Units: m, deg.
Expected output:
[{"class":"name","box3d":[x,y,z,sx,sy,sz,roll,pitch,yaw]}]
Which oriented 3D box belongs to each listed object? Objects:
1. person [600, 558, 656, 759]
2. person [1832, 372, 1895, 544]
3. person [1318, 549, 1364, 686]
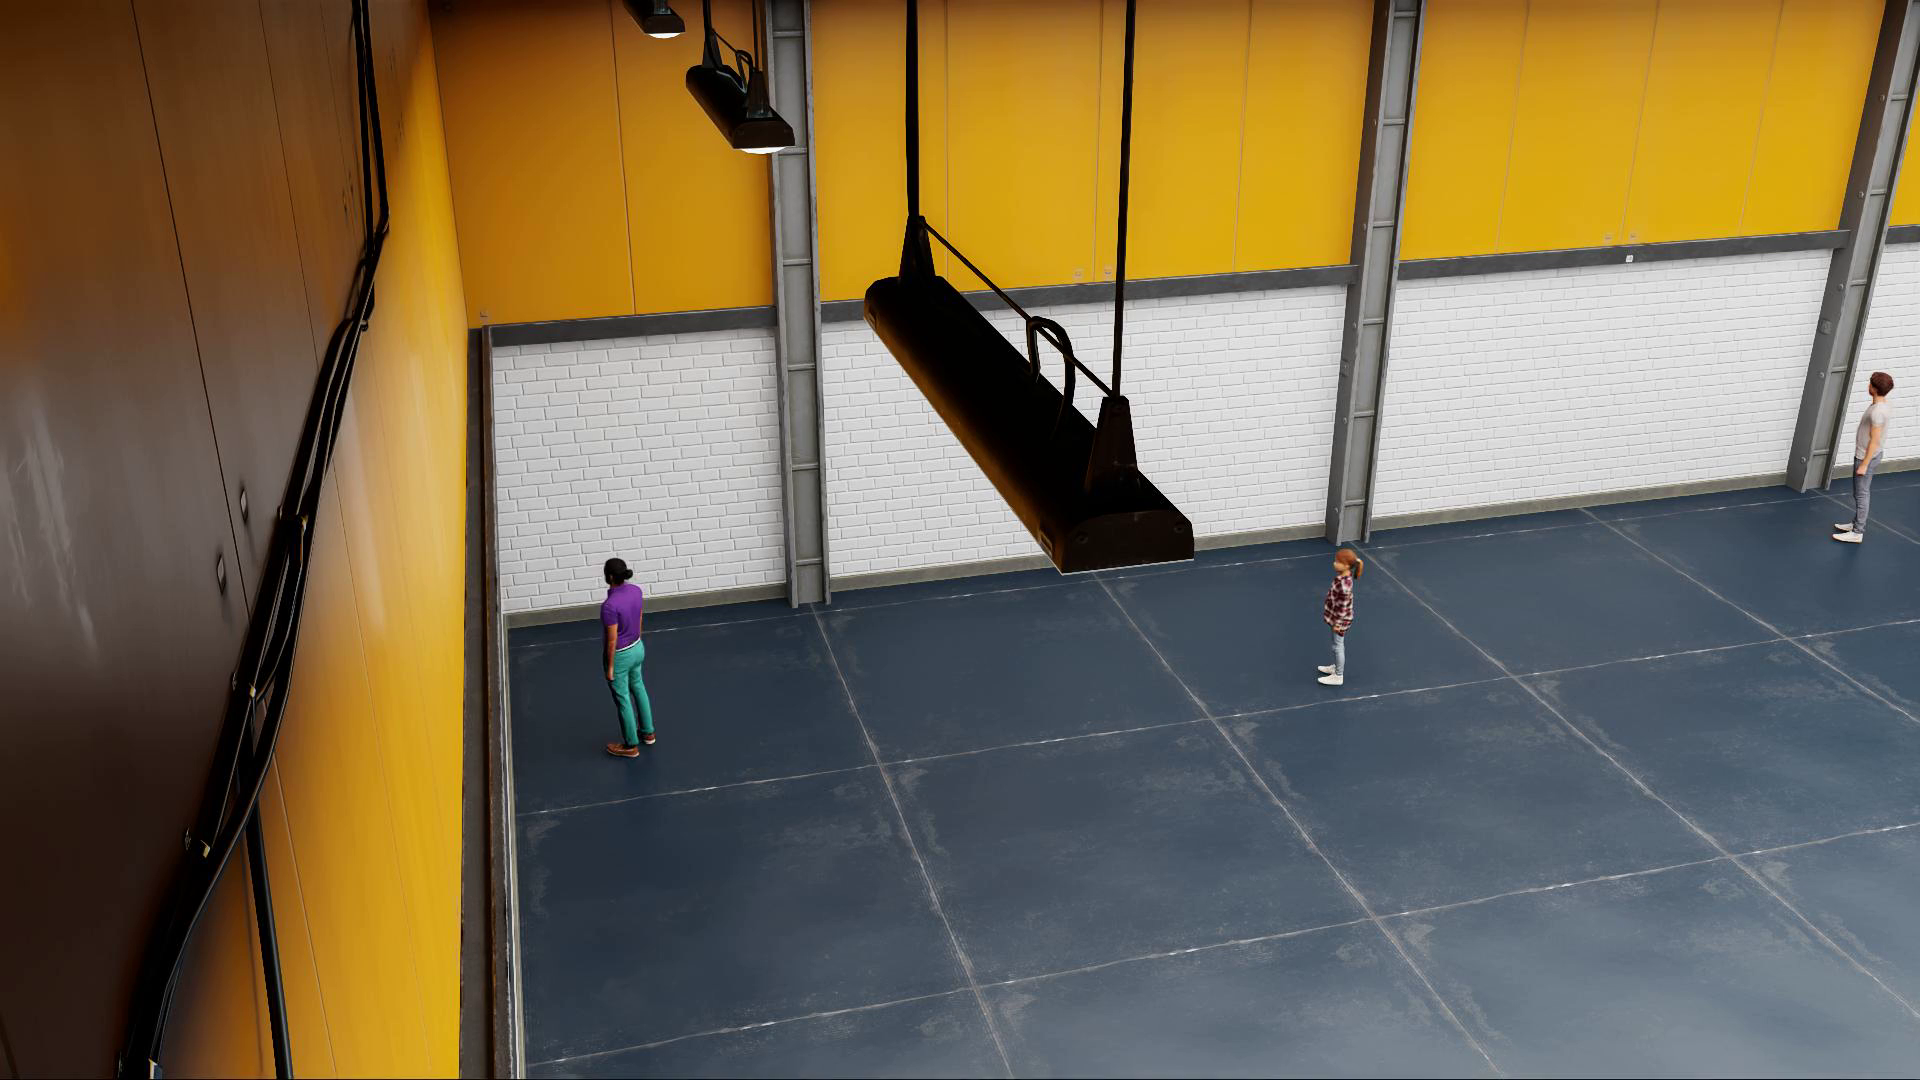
[{"class":"person","box3d":[-2.792,0.961,13.876,0.750,1.768,0.713,10,25,21]},{"class":"person","box3d":[9.810,-0.898,17.973,0.785,1.893,0.720,13,27,28]},{"class":"person","box3d":[3.450,0.684,15.086,0.643,1.306,0.618,5,24,11]}]
